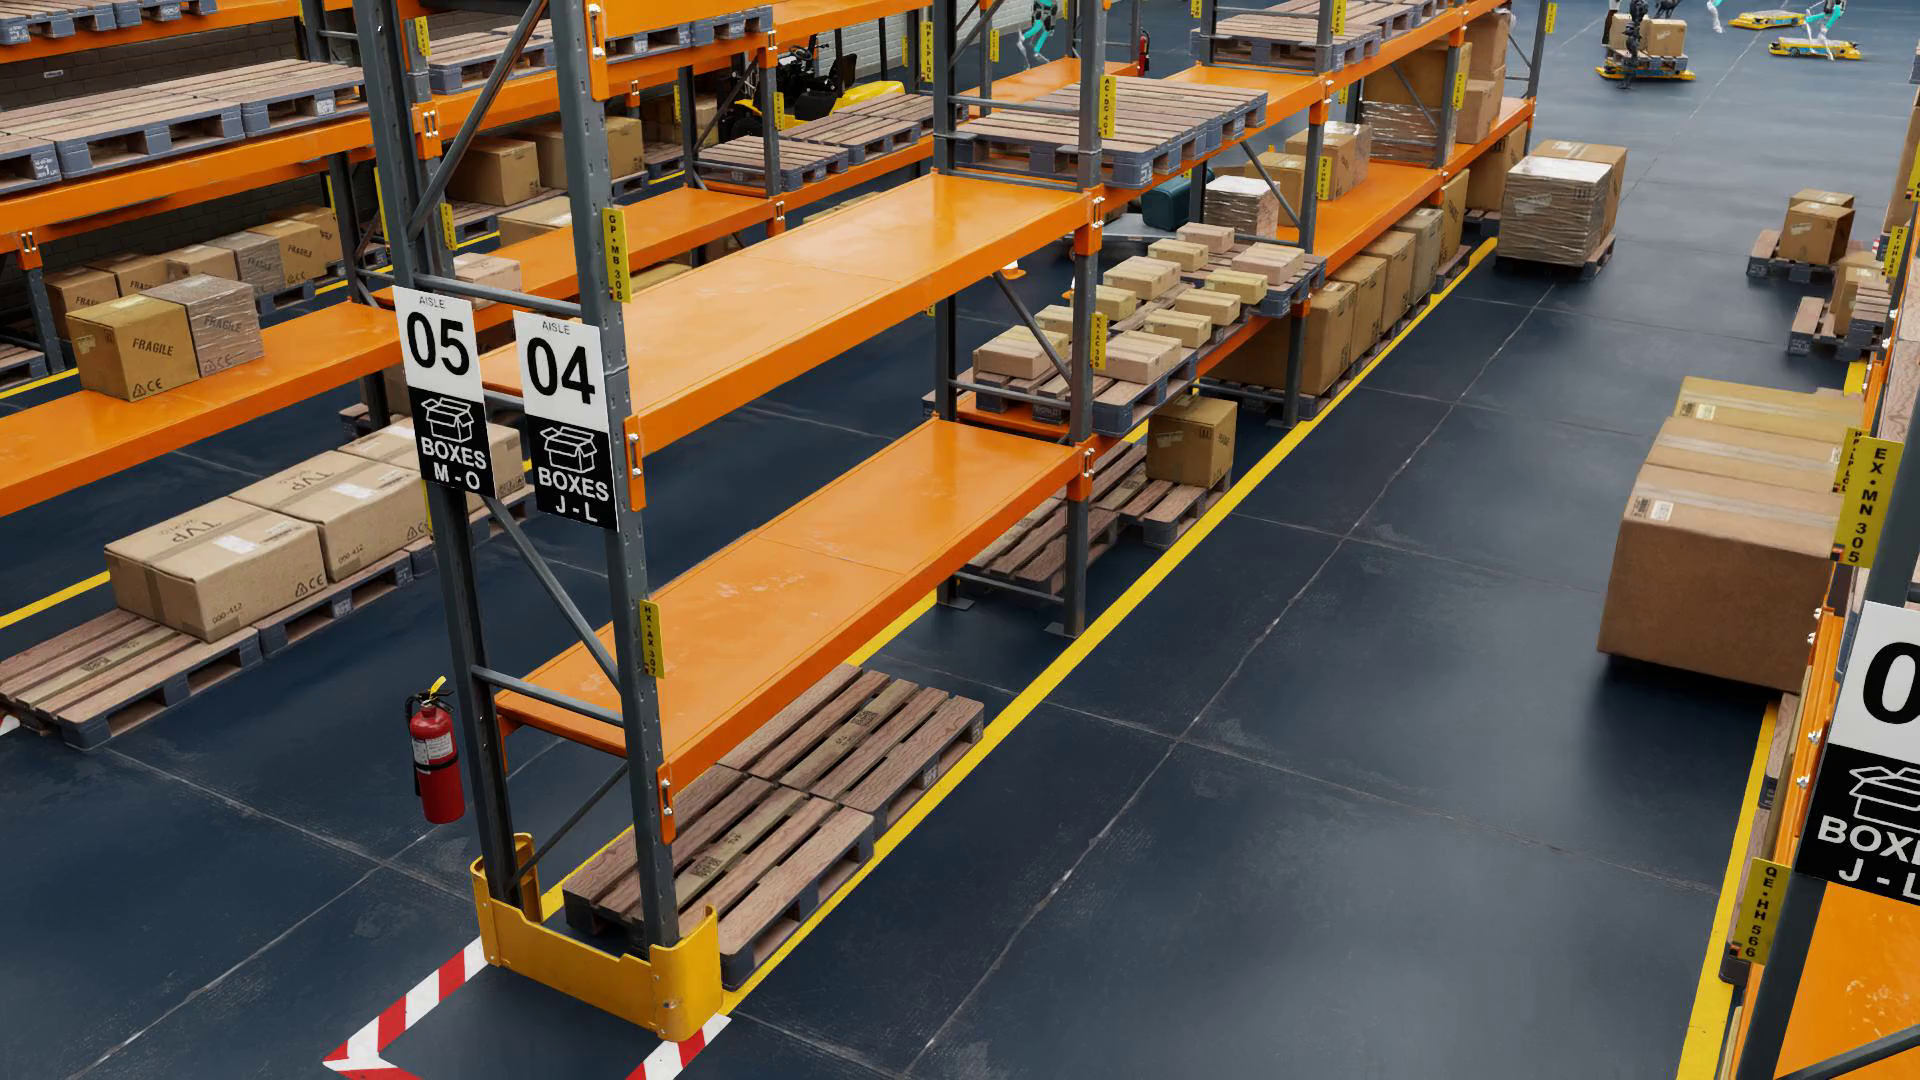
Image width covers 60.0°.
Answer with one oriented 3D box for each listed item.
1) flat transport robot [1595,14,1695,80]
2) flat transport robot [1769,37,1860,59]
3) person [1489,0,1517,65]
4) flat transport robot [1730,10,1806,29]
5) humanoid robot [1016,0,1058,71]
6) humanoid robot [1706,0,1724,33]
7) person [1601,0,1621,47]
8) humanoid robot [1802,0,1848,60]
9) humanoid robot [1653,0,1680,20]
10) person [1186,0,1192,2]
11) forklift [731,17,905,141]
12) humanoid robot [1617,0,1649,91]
[{"bbox_3d":[11.317,-7.767,27.481,1.431,0.231,0.659,2,26,5],"label":"flat transport robot"},{"bbox_3d":[15.097,-8.691,29.400,1.431,0.231,0.659,10,27,20],"label":"flat transport robot"},{"bbox_3d":[7.693,-7.025,24.143,1.065,1.836,0.598,-18,31,-33],"label":"person"},{"bbox_3d":[15.790,-10.150,32.432,1.431,0.231,0.659,-13,28,-24],"label":"flat transport robot"},{"bbox_3d":[1.275,-8.429,27.151,1.009,1.738,0.557,-19,32,-34],"label":"humanoid robot"},{"bbox_3d":[14.507,-10.554,31.578,0.716,1.779,0.564,9,27,18],"label":"humanoid robot"},{"bbox_3d":[11.884,-9.928,30.018,0.362,1.962,0.611,9,27,19],"label":"person"},{"bbox_3d":[15.034,-9.226,28.861,0.556,1.801,0.819,-16,30,-30],"label":"humanoid robot"},{"bbox_3d":[12.930,-9.892,30.263,0.609,1.645,0.363,-18,31,-33],"label":"humanoid robot"},{"bbox_3d":[4.996,-12.196,34.786,0.644,1.922,0.573,11,28,21],"label":"person"},{"bbox_3d":[-1.819,-5.975,21.543,2.313,2.155,1.214,14,29,26],"label":"forklift"},{"bbox_3d":[10.679,-7.949,26.234,0.379,1.656,0.612,11,28,21],"label":"humanoid robot"}]
